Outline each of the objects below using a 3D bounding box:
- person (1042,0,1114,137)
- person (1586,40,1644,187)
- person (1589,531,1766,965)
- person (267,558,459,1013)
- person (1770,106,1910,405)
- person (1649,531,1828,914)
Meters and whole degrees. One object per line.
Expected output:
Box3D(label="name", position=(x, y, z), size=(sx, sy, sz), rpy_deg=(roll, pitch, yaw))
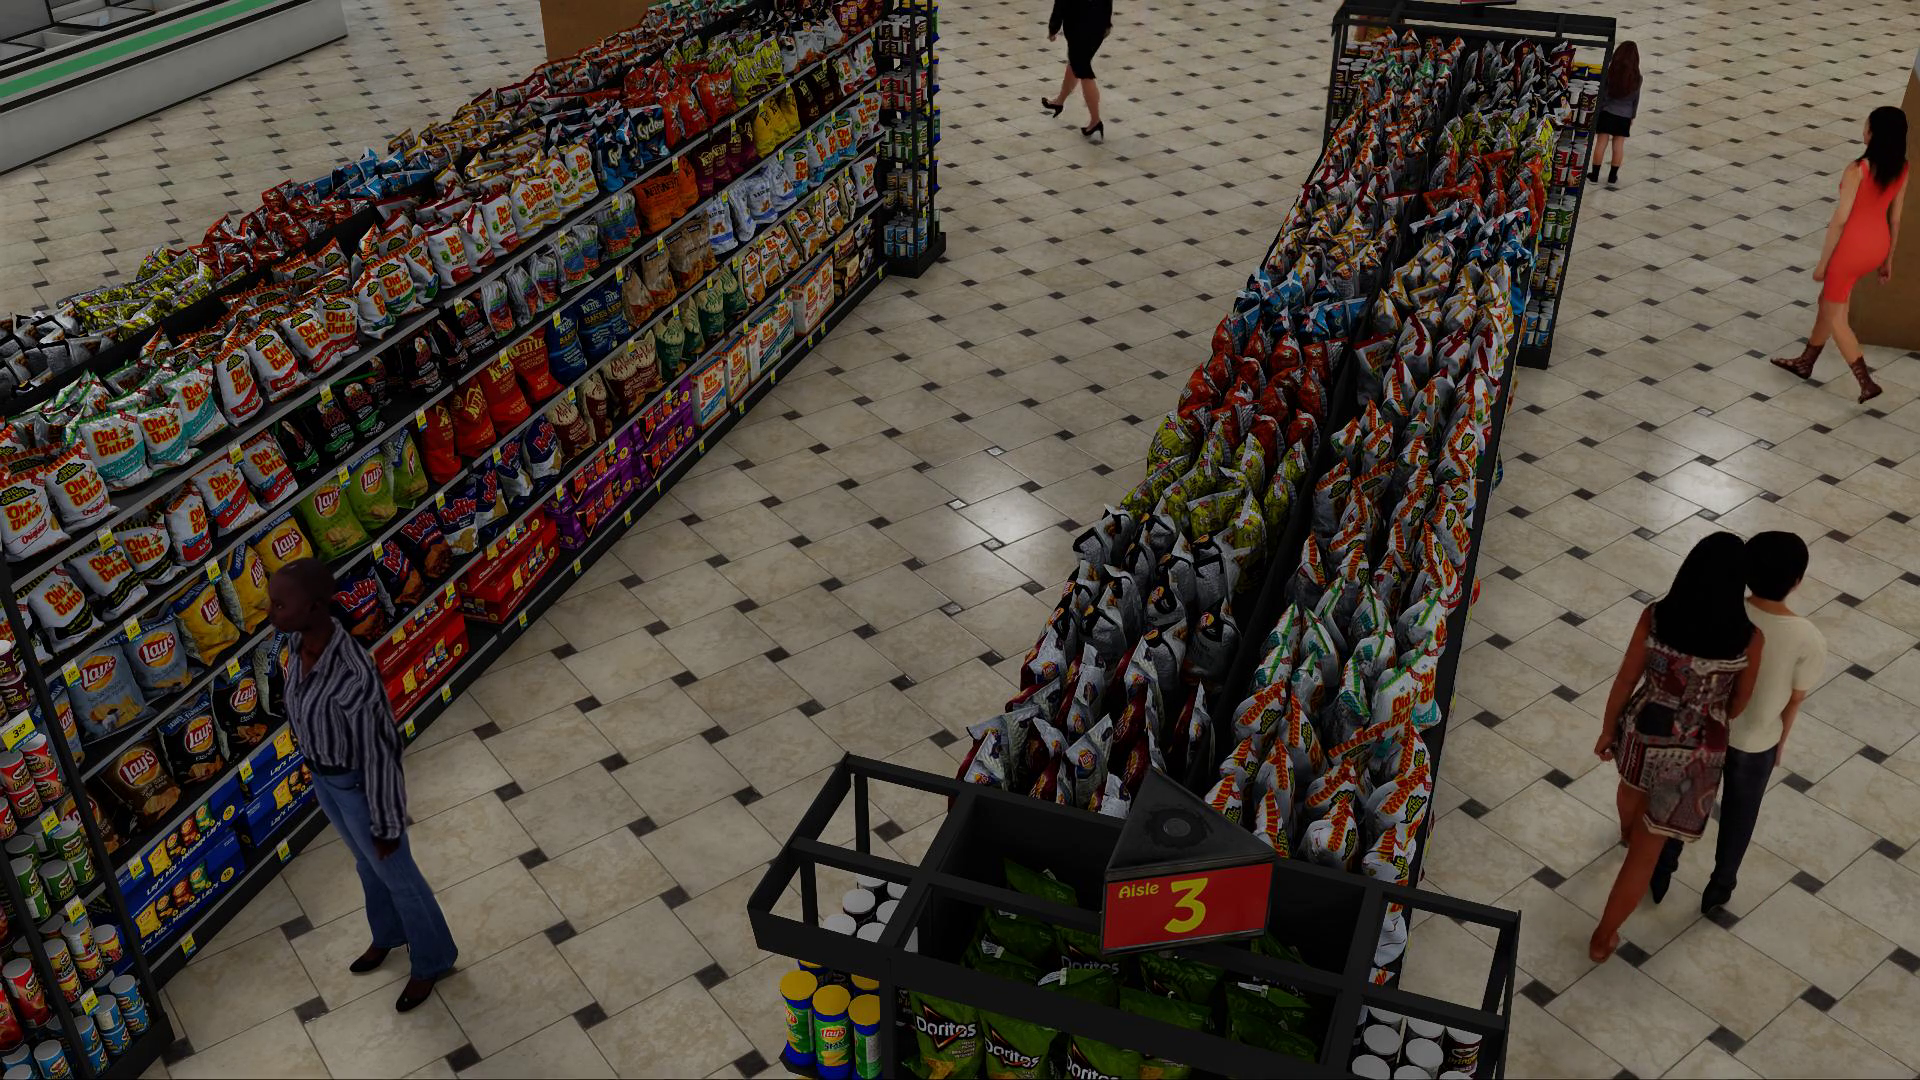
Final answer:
Box3D(label="person", position=(1.046, -4.087, 13.549), size=(1.112, 1.638, 1.084), rpy_deg=(-25, 39, -34))
Box3D(label="person", position=(5.021, -3.276, 12.748), size=(0.490, 1.105, 0.475), rpy_deg=(7, 32, 10))
Box3D(label="person", position=(2.451, 0.767, 5.788), size=(0.803, 1.594, 1.211), rpy_deg=(19, 36, 27))
Box3D(label="person", position=(-1.990, 0.821, 5.512), size=(0.707, 1.794, 0.687), rpy_deg=(26, 40, 35))
Box3D(label="person", position=(5.141, -1.569, 9.453), size=(1.002, 1.688, 1.079), rpy_deg=(-10, 33, -15))
Box3D(label="person", position=(2.755, 0.675, 5.942), size=(0.620, 1.588, 0.522), rpy_deg=(16, 35, 24))
